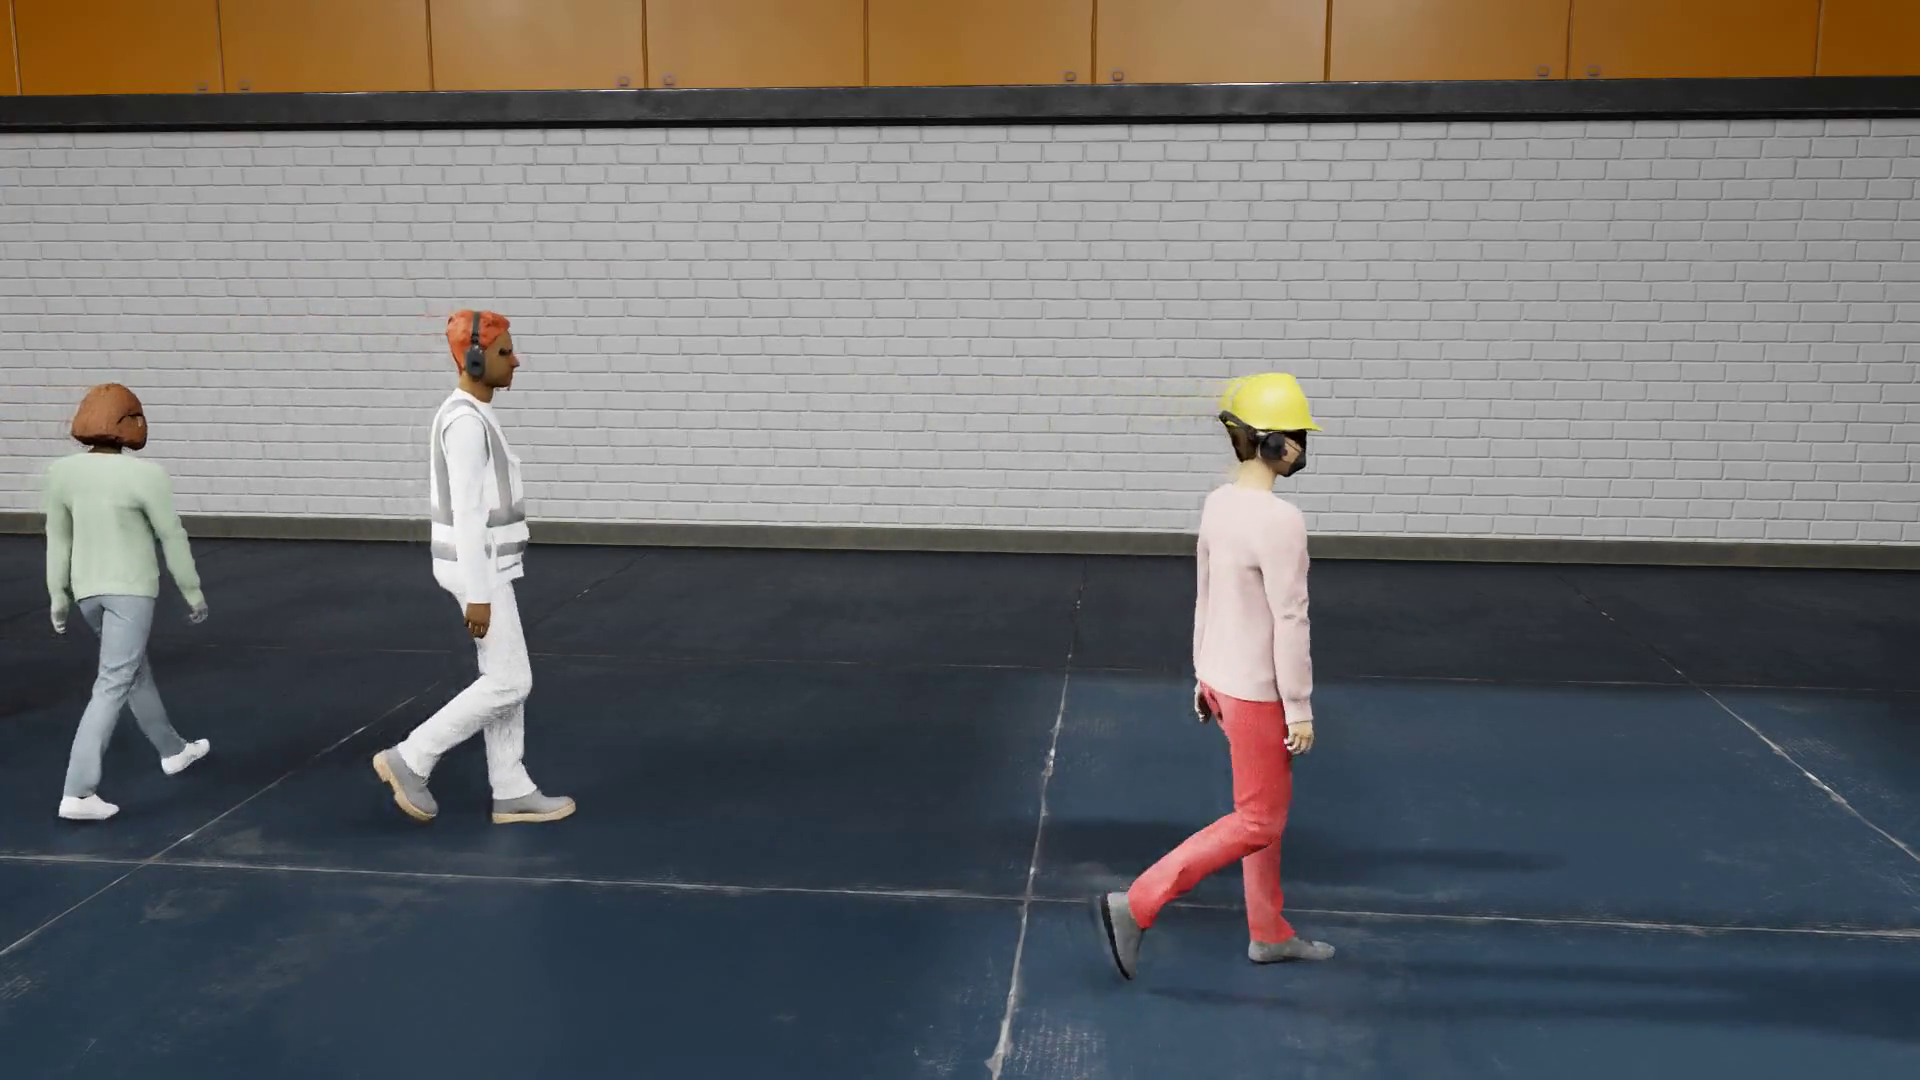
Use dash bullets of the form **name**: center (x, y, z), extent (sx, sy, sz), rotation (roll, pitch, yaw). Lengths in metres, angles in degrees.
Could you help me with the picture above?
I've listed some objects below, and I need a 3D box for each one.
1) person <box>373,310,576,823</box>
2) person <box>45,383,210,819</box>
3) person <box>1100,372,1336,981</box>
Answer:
- **person**: center (-1.733, 0.125, 5.886), extent (0.594, 1.870, 0.593), rotation (-3, 10, -15)
- **person**: center (-3.145, 0.205, 6.236), extent (0.510, 1.580, 0.899), rotation (3, 10, 14)
- **person**: center (0.749, 0.404, 4.646), extent (0.686, 1.744, 0.530), rotation (-2, 10, -11)
